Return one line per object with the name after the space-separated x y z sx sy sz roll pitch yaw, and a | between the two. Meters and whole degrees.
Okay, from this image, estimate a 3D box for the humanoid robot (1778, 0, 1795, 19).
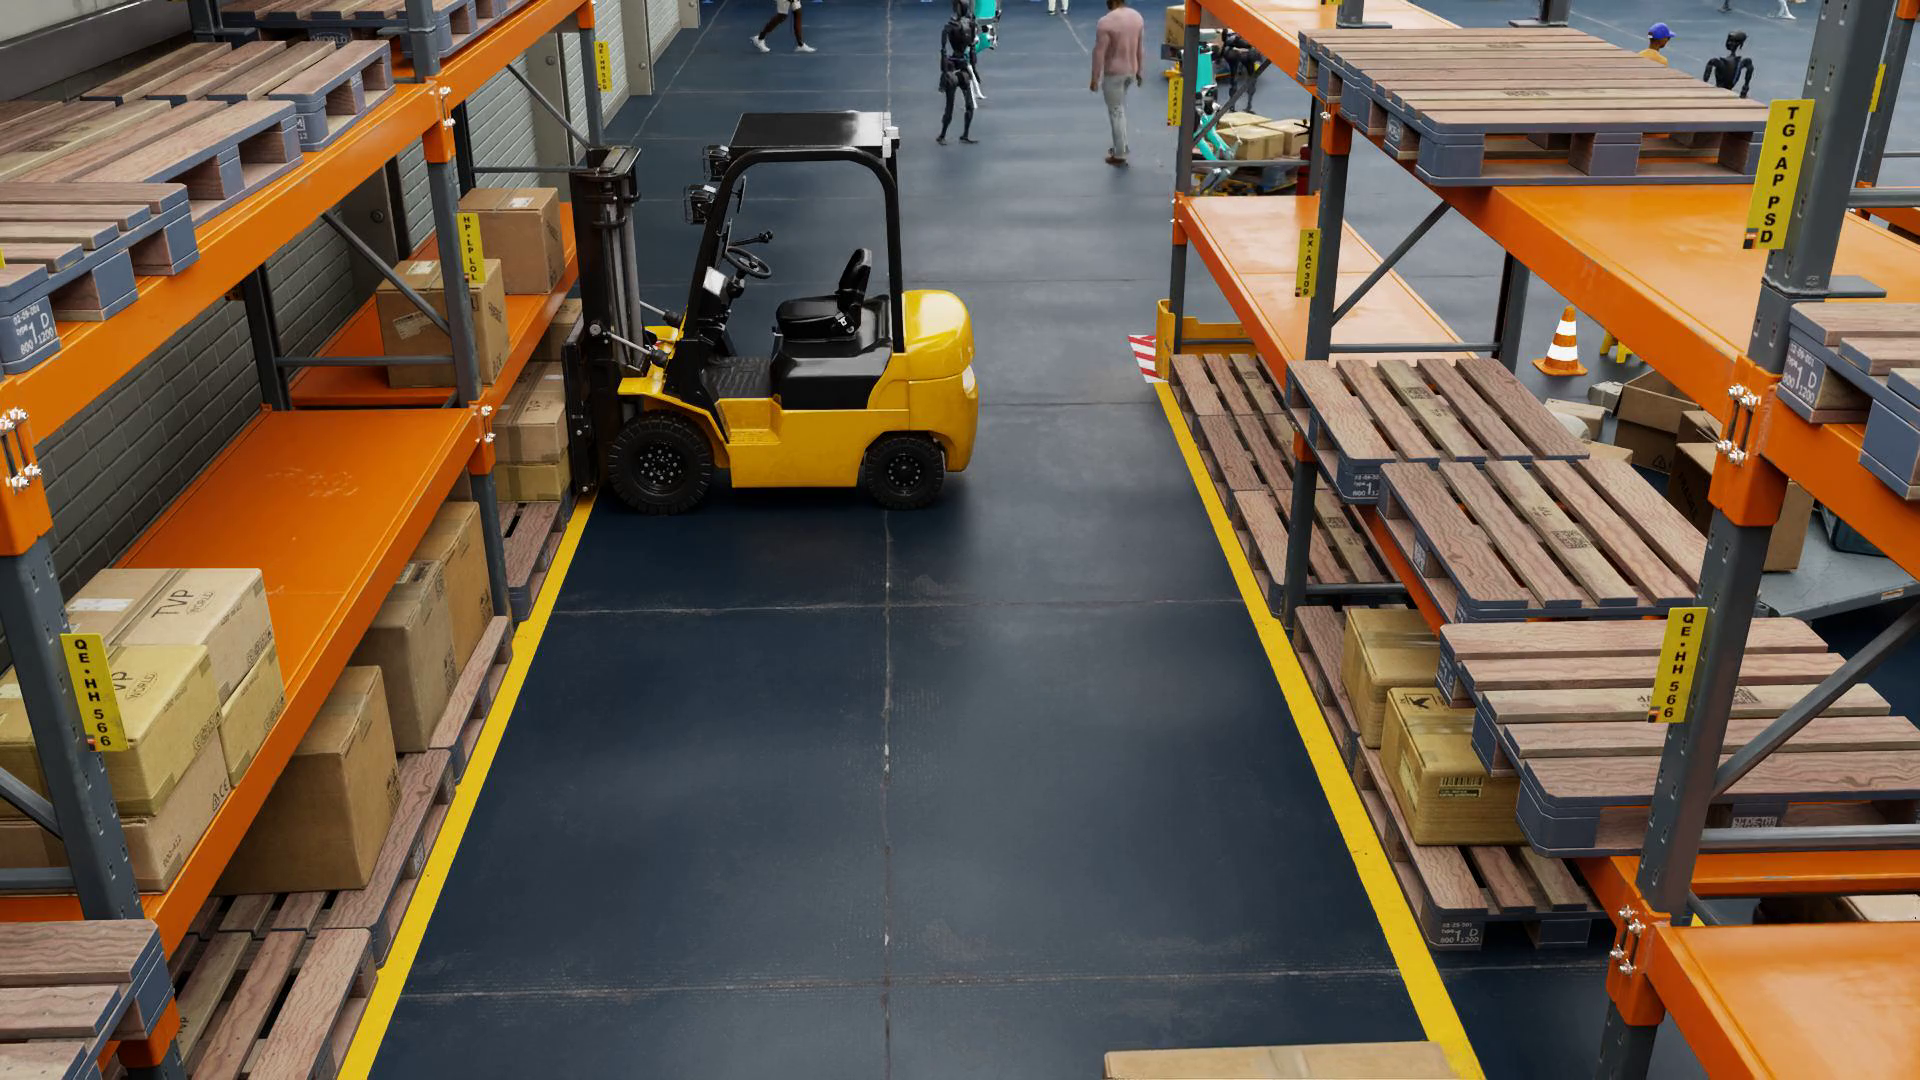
14.147 -9.671 28.203 0.551 1.906 0.733 -16 30 -31 | humanoid robot

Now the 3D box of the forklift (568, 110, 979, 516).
-1.043 -1.379 9.976 2.313 2.155 1.214 -1 25 -2 | forklift

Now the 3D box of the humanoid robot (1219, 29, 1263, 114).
3.458 -6.077 20.520 0.599 1.655 0.325 16 29 30 | humanoid robot

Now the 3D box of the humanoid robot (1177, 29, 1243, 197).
2.443 -4.040 16.070 0.682 1.738 0.541 22 33 39 | humanoid robot

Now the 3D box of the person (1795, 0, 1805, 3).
15.291 -10.684 30.045 0.529 1.889 0.424 23 33 39 | person

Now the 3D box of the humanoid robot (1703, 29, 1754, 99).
7.630 -4.298 16.760 0.585 1.652 0.343 -5 26 -10 | humanoid robot

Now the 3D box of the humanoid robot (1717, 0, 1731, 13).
13.398 -10.029 28.911 0.657 1.634 0.608 -15 29 -29 | humanoid robot

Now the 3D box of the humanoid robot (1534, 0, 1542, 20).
7.687 -6.665 21.765 0.458 1.646 0.608 15 29 29 | humanoid robot

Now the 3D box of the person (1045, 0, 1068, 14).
1.675 -10.021 28.786 0.568 1.747 0.338 -9 27 -17 | person

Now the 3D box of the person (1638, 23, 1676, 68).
6.921 -4.329 16.774 0.353 1.717 0.456 -11 28 -23 | person

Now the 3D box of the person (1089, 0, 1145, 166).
1.696 -5.044 18.065 0.635 1.914 0.561 -21 33 -38 | person

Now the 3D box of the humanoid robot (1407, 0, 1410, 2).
7.800 -10.141 29.143 0.605 1.634 0.633 -7 26 -14 | humanoid robot

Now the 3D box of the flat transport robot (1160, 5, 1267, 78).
3.565 -6.659 23.406 0.659 0.231 1.431 22 33 39 | flat transport robot

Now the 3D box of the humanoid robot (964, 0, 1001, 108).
0.155 -6.347 21.082 0.561 1.824 0.795 -19 31 -34 | humanoid robot

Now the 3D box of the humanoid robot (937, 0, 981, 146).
-0.016 -5.385 19.059 0.392 1.648 0.616 22 33 38 | humanoid robot

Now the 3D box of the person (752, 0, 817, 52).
-2.669 -8.243 24.899 0.898 1.864 0.555 -1 25 -1 | person

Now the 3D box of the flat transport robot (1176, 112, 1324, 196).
3.008 -3.733 17.209 0.659 0.231 1.431 21 32 37 | flat transport robot
